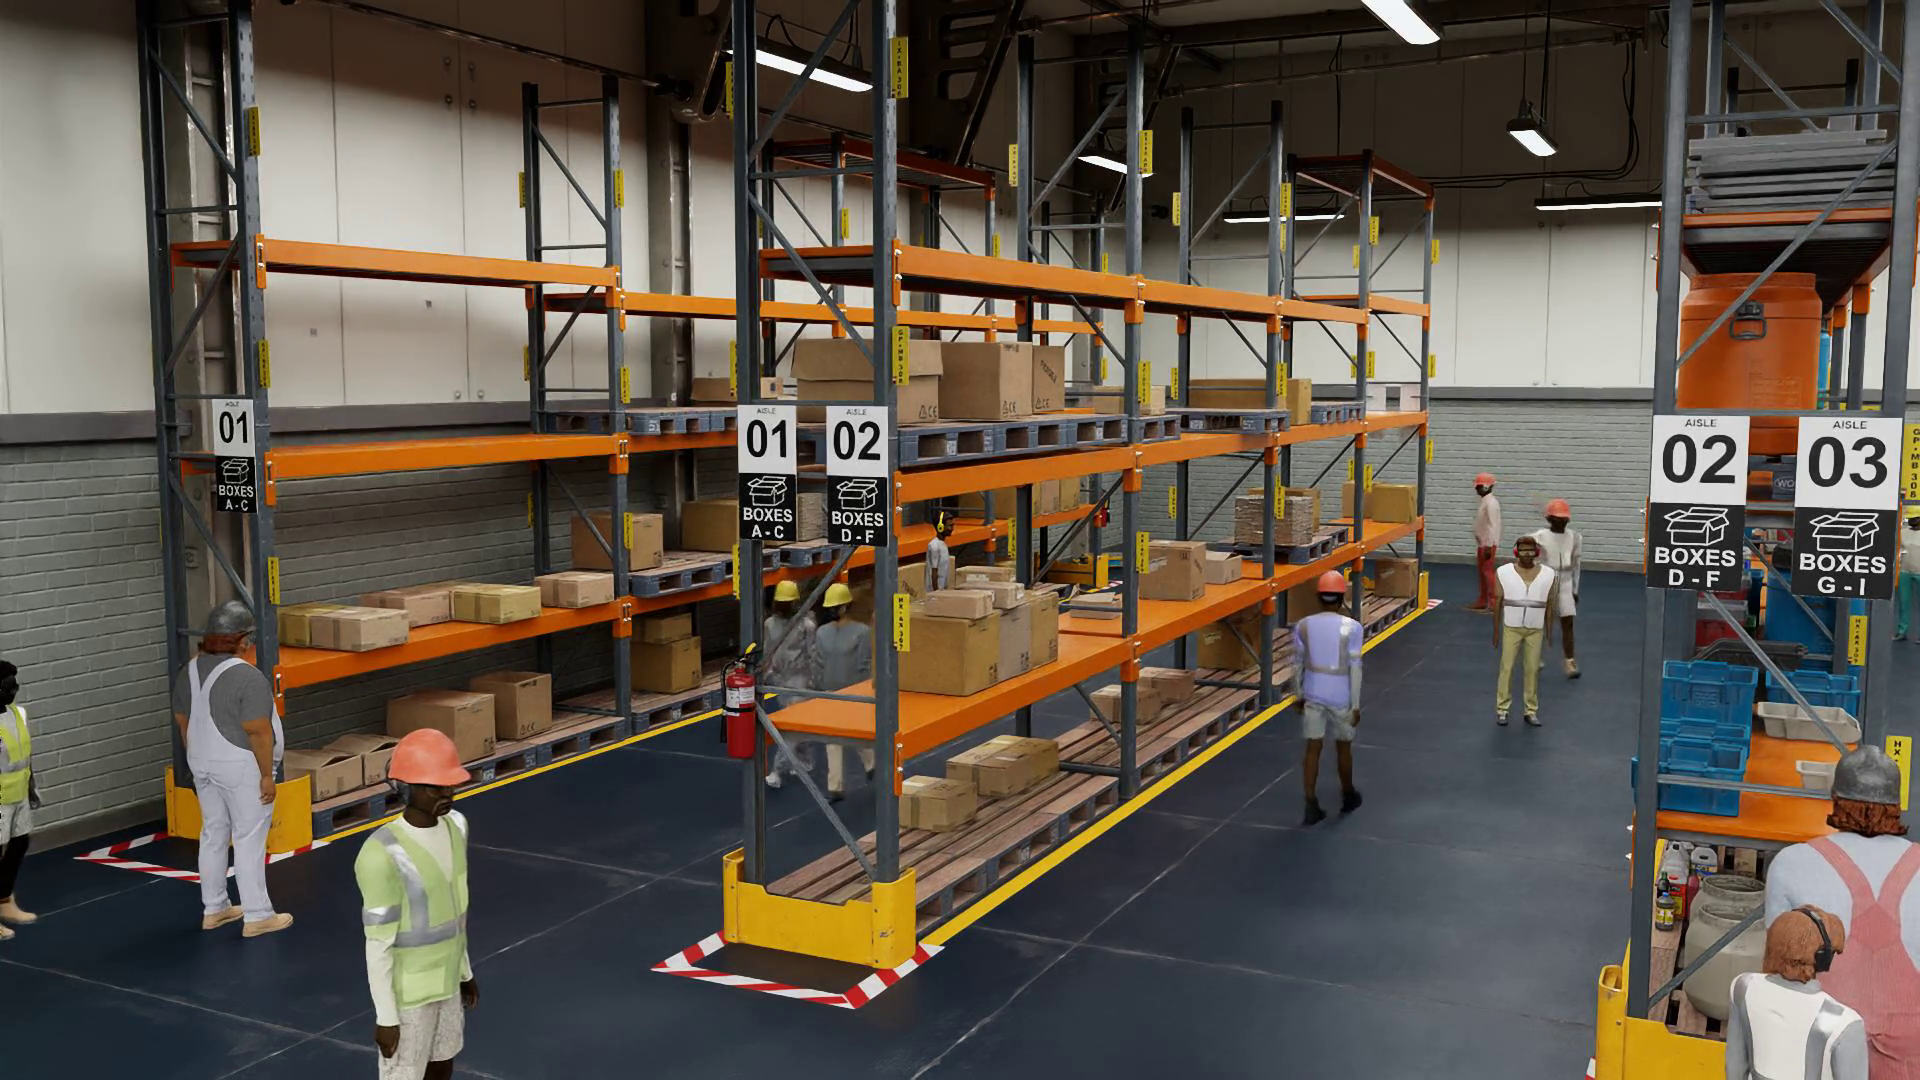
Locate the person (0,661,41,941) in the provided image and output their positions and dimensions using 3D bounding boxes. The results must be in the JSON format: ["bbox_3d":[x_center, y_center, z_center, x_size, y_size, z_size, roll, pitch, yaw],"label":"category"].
[{"bbox_3d":[-5.801,1.560,10.041,0.323,1.686,0.543,0,6,2],"label":"person"}]

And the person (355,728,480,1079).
[{"bbox_3d":[-2.078,1.743,6.529,0.396,2.042,0.611,2,6,16],"label":"person"}]

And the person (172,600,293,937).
[{"bbox_3d":[-4.395,1.371,10.152,0.690,2.000,0.538,3,7,26],"label":"person"}]

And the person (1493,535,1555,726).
[{"bbox_3d":[5.415,0.867,15.996,0.565,1.845,0.384,1,6,7],"label":"person"}]

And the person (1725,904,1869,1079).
[{"bbox_3d":[2.802,2.038,5.592,0.310,1.642,0.514,-3,7,-27],"label":"person"}]

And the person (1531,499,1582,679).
[{"bbox_3d":[6.661,0.529,18.629,0.634,1.984,1.071,0,6,-1],"label":"person"}]

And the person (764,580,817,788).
[{"bbox_3d":[-1.445,1.173,13.751,0.511,1.689,0.918,3,7,29],"label":"person"}]

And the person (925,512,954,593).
[{"bbox_3d":[-0.235,0.611,18.459,0.332,1.859,0.514,1,6,9],"label":"person"}]

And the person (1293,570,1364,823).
[{"bbox_3d":[2.826,1.179,12.701,0.566,1.899,0.819,4,7,31],"label":"person"}]

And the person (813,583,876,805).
[{"bbox_3d":[-0.907,1.200,13.156,0.543,1.751,0.536,3,7,26],"label":"person"}]

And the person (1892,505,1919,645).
[{"bbox_3d":[11.913,0.423,20.765,0.341,1.756,0.533,-4,7,-34],"label":"person"}]

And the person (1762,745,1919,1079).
[{"bbox_3d":[3.357,1.771,6.264,0.684,2.000,0.536,2,6,15],"label":"person"}]

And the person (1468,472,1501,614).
[{"bbox_3d":[7.356,0.043,23.297,0.396,1.993,0.623,1,6,8],"label":"person"}]
